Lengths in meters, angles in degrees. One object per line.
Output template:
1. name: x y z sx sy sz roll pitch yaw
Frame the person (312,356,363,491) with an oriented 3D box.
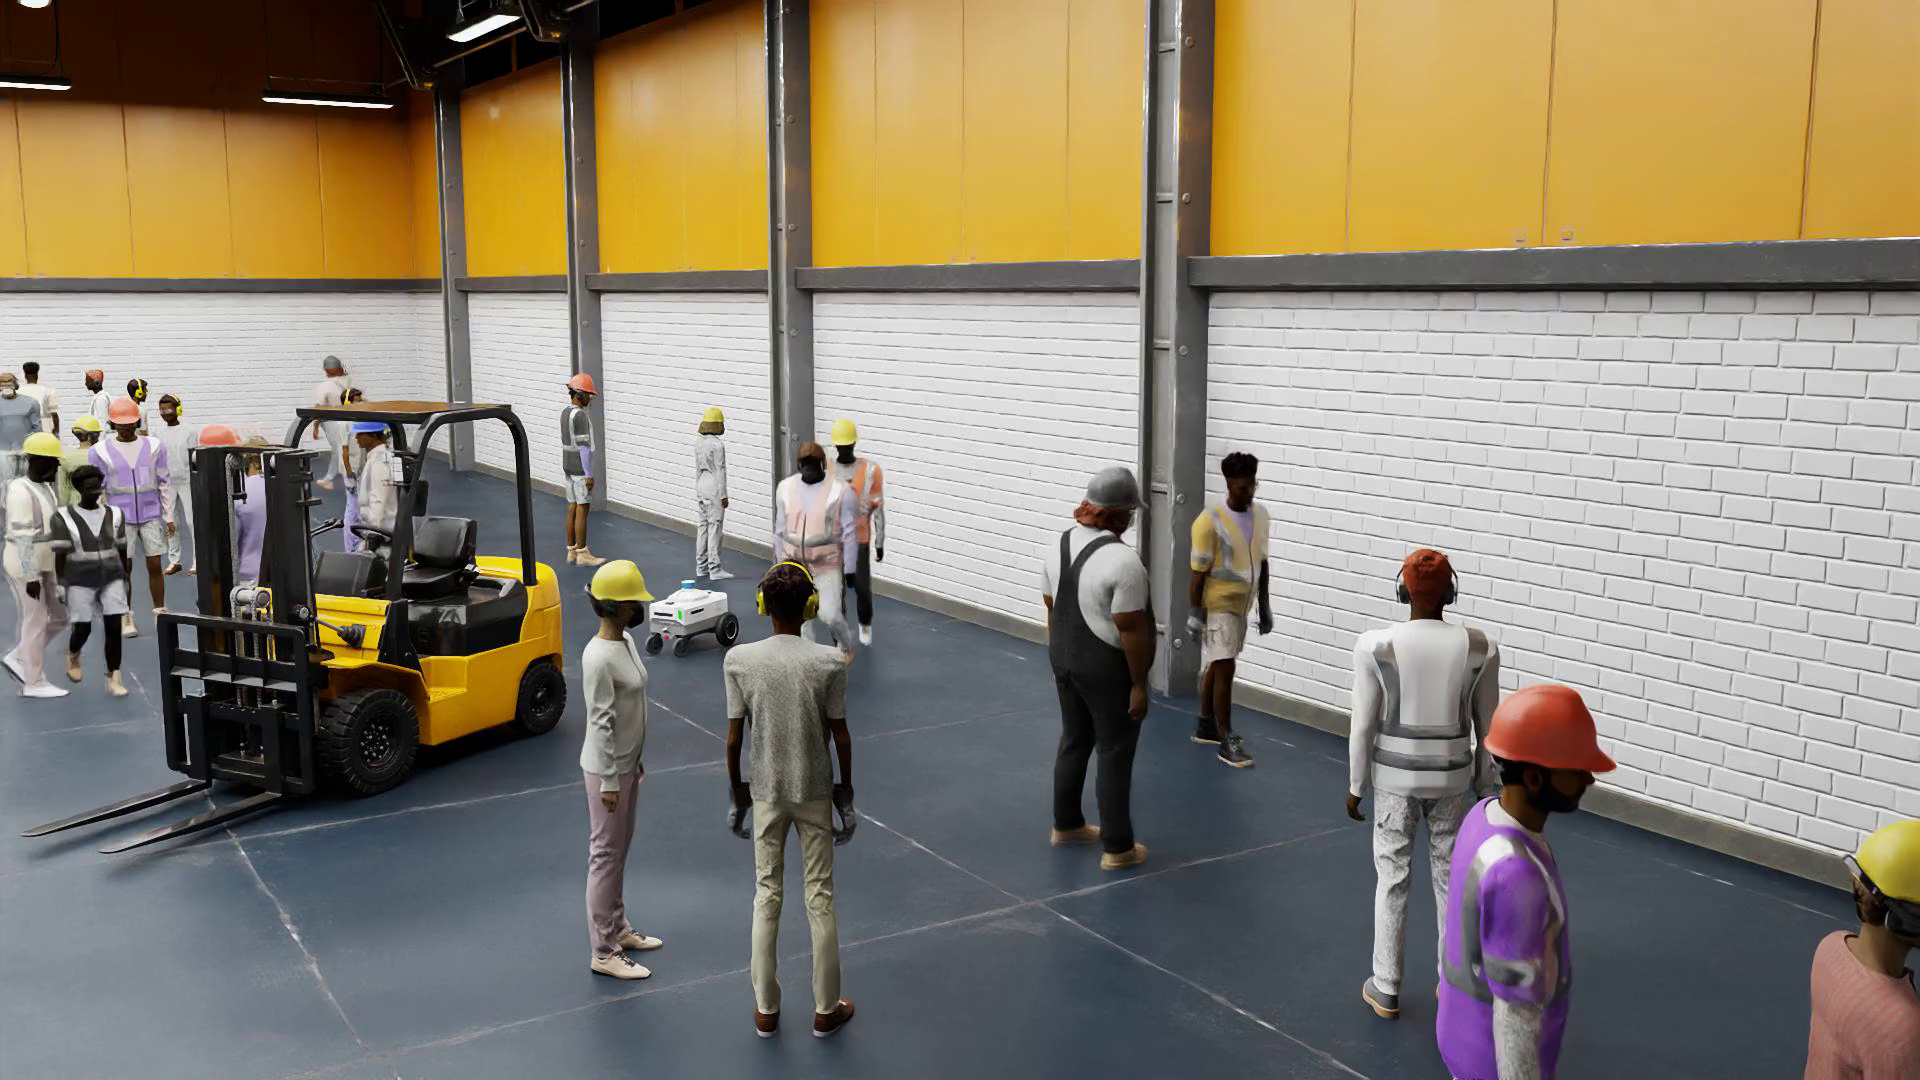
1. person: -9.046 -1.709 24.120 1.040 2.000 0.688 4 10 27

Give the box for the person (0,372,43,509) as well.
1. person: -11.497 -1.075 20.236 0.639 1.928 0.373 -5 10 -30

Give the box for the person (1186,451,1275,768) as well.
1. person: 1.672 0.407 10.310 0.627 1.929 0.677 -8 11 -42

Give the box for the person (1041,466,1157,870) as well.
1. person: 0.745 0.618 8.438 0.536 2.000 0.694 -6 10 -33

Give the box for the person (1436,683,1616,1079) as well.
1. person: 1.405 1.301 4.209 0.384 1.935 0.551 2 9 12

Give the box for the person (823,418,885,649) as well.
1. person: -0.893 -0.023 13.217 0.592 1.904 0.542 0 8 0

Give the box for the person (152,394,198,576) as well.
1. person: -7.988 -0.559 16.985 0.505 1.864 0.331 1 8 6

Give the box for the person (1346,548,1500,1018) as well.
1. person: 1.832 0.968 6.606 0.584 1.881 0.337 1 8 4

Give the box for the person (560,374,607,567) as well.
1. person: -3.997 -0.735 17.582 0.387 2.034 0.605 -5 10 -32

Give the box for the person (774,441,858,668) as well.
1. person: -1.047 0.167 12.229 0.635 1.824 0.605 2 9 14

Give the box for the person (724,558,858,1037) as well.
1. person: -0.650 0.999 6.447 0.510 1.872 0.329 1 8 4

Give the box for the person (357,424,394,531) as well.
1. person: -4.923 -0.126 14.186 0.403 1.823 0.586 0 8 2

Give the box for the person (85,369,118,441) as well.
1. person: -11.375 -1.324 22.072 0.359 1.880 0.576 -4 9 -23

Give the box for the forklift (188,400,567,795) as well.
1. forklift: -3.529 0.258 10.348 1.214 2.155 2.313 4 9 25

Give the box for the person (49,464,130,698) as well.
1. person: -6.218 0.282 11.892 0.580 1.676 0.542 8 11 42

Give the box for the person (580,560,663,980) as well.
1. person: -1.439 0.960 7.064 0.318 1.766 0.530 0 8 0

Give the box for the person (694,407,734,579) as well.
1. person: -2.496 -0.476 16.854 0.321 1.737 0.488 -7 11 -38

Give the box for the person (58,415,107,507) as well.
1. person: -8.022 -0.273 15.370 0.533 1.765 0.323 0 8 -3

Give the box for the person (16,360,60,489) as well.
1. person: -12.897 -1.525 23.196 0.608 1.952 0.553 -4 9 -25

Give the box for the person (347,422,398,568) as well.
1. person: -4.838 -0.097 13.607 0.617 1.925 0.622 -4 9 -25

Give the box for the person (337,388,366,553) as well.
1. person: -6.491 -0.696 17.871 0.328 1.872 0.513 -1 8 -6

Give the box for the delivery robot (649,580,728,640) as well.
1. delivery robot: -2.189 0.571 13.426 0.477 0.478 0.707 4 9 26

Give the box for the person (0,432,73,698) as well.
1. person: -6.566 0.184 11.824 0.470 1.900 0.597 -1 8 -6

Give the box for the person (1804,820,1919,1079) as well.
1. person: 2.017 1.467 3.684 0.343 1.755 0.531 2 9 12

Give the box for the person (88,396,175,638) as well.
1. person: -6.920 -0.189 13.927 0.613 2.031 0.403 -6 10 -36
